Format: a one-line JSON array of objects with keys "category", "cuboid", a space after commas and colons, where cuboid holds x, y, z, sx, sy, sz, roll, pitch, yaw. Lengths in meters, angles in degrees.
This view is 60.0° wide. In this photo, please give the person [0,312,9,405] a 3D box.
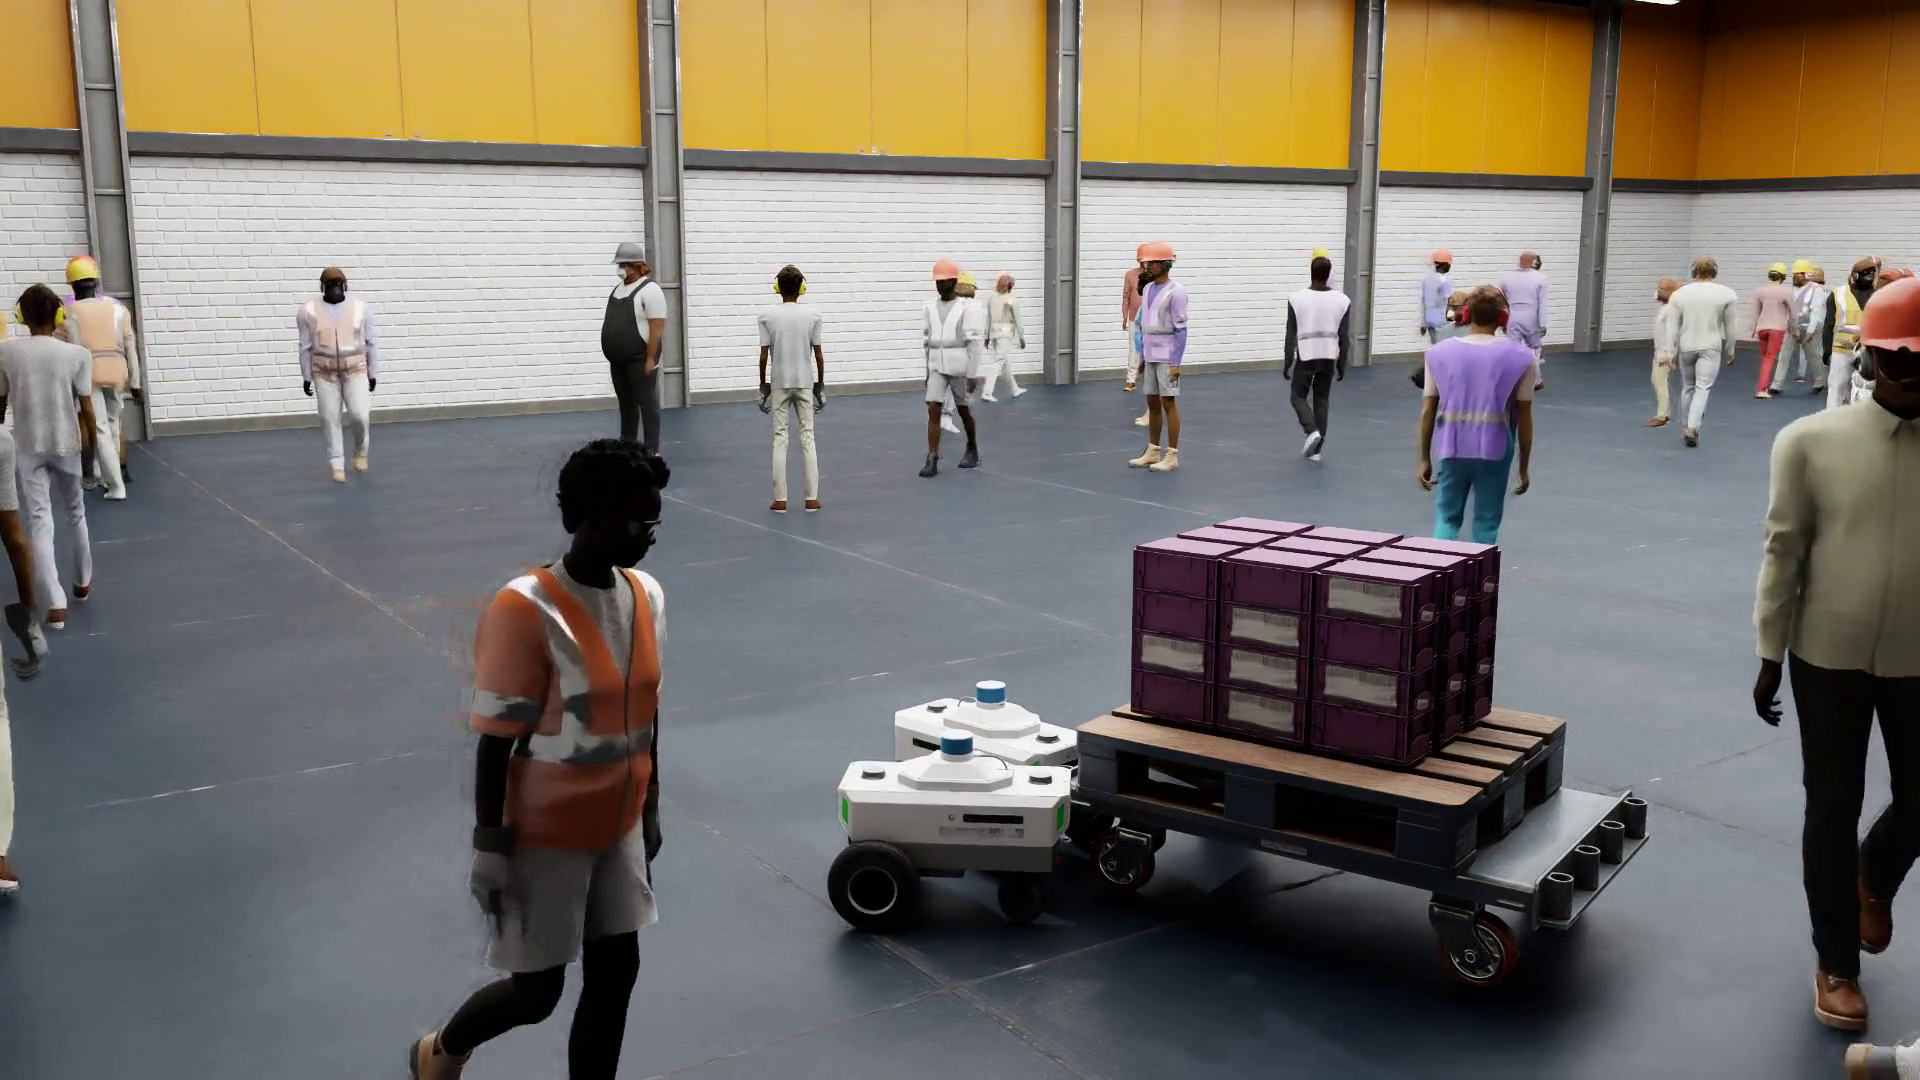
[{"category": "person", "cuboid": [-7.821, -1.247, 13.180, 0.541, 1.877, 1.013, -8, 13, -39]}]

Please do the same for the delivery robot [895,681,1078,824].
[{"category": "delivery robot", "cuboid": [0.104, 0.727, 5.707, 0.707, 0.478, 0.477, 10, 14, 43]}]

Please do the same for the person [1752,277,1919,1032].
[{"category": "person", "cuboid": [2.452, 0.287, 4.464, 0.624, 1.975, 0.581, 3, 11, 18]}]

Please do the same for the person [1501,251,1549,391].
[{"category": "person", "cuboid": [7.620, -2.925, 22.342, 0.673, 1.872, 0.878, 8, 13, 37]}]

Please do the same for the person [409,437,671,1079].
[{"category": "person", "cuboid": [-0.901, 0.600, 3.595, 0.577, 1.663, 0.594, 5, 12, 27]}]

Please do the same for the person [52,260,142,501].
[{"category": "person", "cuboid": [-6.909, -1.267, 13.232, 0.886, 1.883, 0.583, 9, 13, 39]}]

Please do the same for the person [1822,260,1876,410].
[{"category": "person", "cuboid": [9.180, -1.939, 17.047, 0.632, 1.844, 0.429, 4, 11, 19]}]

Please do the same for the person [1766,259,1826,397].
[{"category": "person", "cuboid": [10.941, -2.740, 21.604, 0.920, 1.793, 0.598, -5, 11, -23]}]

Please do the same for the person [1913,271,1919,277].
[{"category": "person", "cuboid": [13.184, -2.988, 22.681, 0.997, 1.900, 0.637, -10, 14, -44]}]

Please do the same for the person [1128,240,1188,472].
[{"category": "person", "cuboid": [1.763, -1.623, 14.761, 0.393, 2.044, 0.609, -5, 12, -26]}]

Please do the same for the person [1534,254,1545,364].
[{"category": "person", "cuboid": [9.218, -3.719, 26.927, 0.944, 1.805, 0.524, -10, 14, -43]}]

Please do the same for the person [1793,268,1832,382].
[{"category": "person", "cuboid": [12.247, -3.085, 23.899, 0.508, 1.632, 0.265, 1, 10, 8]}]

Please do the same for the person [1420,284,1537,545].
[{"category": "person", "cuboid": [2.708, -0.419, 8.741, 0.560, 1.834, 0.433, 5, 12, 27]}]

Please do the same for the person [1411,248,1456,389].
[{"category": "person", "cuboid": [6.340, -2.889, 22.036, 0.441, 1.922, 0.553, -3, 11, -16]}]

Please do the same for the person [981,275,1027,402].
[{"category": "person", "cuboid": [0.572, -2.554, 21.104, 0.899, 1.582, 0.532, -9, 14, -41]}]

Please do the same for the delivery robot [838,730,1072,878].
[{"category": "delivery robot", "cuboid": [-0.008, 0.830, 5.140, 0.707, 0.478, 0.477, 1, 10, 5]}]

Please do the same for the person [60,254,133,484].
[{"category": "person", "cuboid": [-7.255, -1.416, 13.920, 0.552, 1.935, 0.375, -5, 12, -27]}]

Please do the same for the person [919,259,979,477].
[{"category": "person", "cuboid": [-0.076, -1.531, 14.686, 0.556, 1.896, 0.970, 5, 11, 24]}]

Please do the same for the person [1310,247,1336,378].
[{"category": "person", "cuboid": [5.335, -3.344, 24.540, 0.392, 1.919, 0.589, -2, 10, -8]}]

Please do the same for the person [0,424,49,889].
[{"category": "person", "cuboid": [-3.087, 0.248, 5.020, 0.559, 1.853, 0.466, -7, 12, -33]}]

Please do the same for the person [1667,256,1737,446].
[{"category": "person", "cuboid": [7.427, -1.897, 16.715, 0.640, 1.901, 0.991, 7, 13, 35]}]

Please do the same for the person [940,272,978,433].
[{"category": "person", "cuboid": [-0.055, -1.977, 17.642, 0.549, 1.691, 0.515, -2, 10, -10]}]

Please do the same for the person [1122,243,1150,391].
[{"category": "person", "cuboid": [2.479, -2.996, 22.438, 0.611, 1.989, 0.391, 3, 11, 16]}]

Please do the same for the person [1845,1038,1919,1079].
[{"category": "person", "cuboid": [2.328, 0.541, 3.397, 0.751, 1.861, 0.590, 5, 11, 24]}]

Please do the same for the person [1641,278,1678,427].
[{"category": "person", "cuboid": [7.682, -2.043, 18.238, 0.327, 1.633, 0.521, 2, 11, 11]}]

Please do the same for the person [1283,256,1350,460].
[{"category": "person", "cuboid": [3.307, -1.669, 15.406, 0.610, 1.899, 0.490, -1, 10, -4]}]

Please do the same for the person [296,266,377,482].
[{"category": "person", "cuboid": [-5.286, -1.404, 14.155, 0.628, 1.834, 0.434, -3, 11, -18]}]

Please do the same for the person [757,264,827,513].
[{"category": "person", "cuboid": [-1.272, -1.137, 12.576, 0.526, 1.871, 0.324, -2, 10, -9]}]

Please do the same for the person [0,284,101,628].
[{"category": "person", "cuboid": [-4.994, -0.478, 9.109, 0.515, 1.822, 0.969, -6, 12, -28]}]

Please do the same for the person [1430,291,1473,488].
[{"category": "person", "cuboid": [4.128, -1.241, 13.792, 0.266, 1.631, 0.507, -5, 11, -24]}]

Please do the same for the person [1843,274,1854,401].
[{"category": "person", "cuboid": [11.292, -2.565, 21.031, 0.514, 1.642, 0.310, 1, 10, 4]}]

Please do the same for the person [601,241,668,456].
[{"category": "person", "cuboid": [-3.027, -1.713, 15.262, 0.685, 2.000, 0.537, 9, 14, 42]}]

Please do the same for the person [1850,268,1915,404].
[{"category": "person", "cuboid": [5.736, -0.737, 10.347, 0.356, 1.883, 0.573, -2, 11, -11]}]

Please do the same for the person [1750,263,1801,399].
[{"category": "person", "cuboid": [10.569, -2.701, 21.506, 0.780, 1.735, 0.536, -6, 12, -31]}]

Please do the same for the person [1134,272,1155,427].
[{"category": "person", "cuboid": [2.068, -2.093, 18.290, 0.321, 1.696, 0.536, 2, 10, 10]}]

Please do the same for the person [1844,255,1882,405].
[{"category": "person", "cuboid": [9.594, -2.052, 17.558, 0.537, 1.887, 0.661, 0, 10, 0]}]
